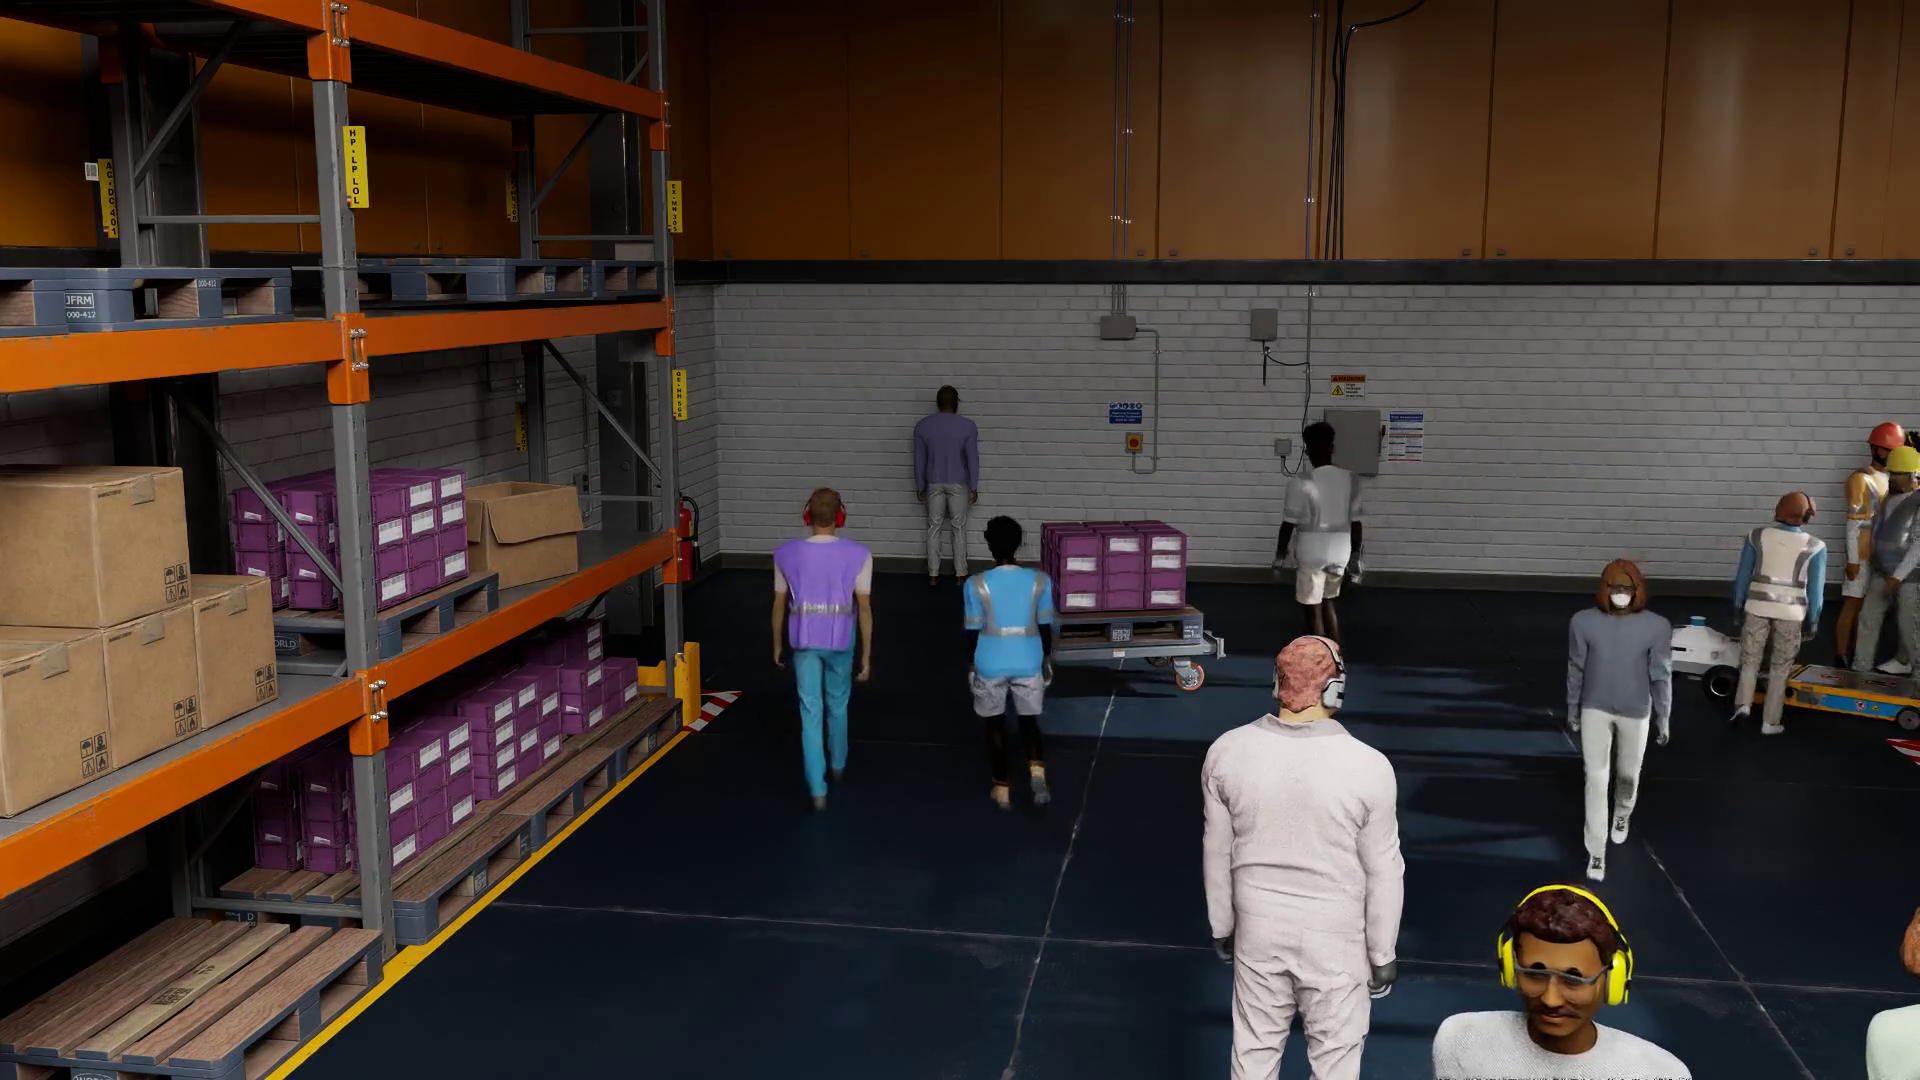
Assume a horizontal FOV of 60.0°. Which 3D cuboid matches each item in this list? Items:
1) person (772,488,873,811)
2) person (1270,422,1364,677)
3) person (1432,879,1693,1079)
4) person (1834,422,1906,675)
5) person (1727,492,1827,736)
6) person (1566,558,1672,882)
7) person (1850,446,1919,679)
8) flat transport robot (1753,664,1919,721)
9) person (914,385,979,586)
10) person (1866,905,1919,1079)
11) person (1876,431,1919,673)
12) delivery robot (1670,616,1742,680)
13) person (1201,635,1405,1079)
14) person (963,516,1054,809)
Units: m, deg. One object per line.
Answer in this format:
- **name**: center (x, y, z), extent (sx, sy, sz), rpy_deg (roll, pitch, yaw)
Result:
- **person**: center (-0.790, 0.600, 9.565), extent (0.585, 1.793, 0.992), rpy_deg (0, 9, -3)
- **person**: center (2.599, 0.114, 12.096), extent (0.609, 1.938, 0.481), rpy_deg (-4, 10, -22)
- **person**: center (1.167, 1.573, 3.323), extent (0.512, 1.872, 0.330), rpy_deg (4, 10, 22)
- **person**: center (6.722, 0.095, 12.239), extent (0.547, 1.934, 0.376), rpy_deg (-6, 11, -32)
- **person**: center (5.263, 0.491, 10.749), extent (0.544, 1.620, 0.443), rpy_deg (8, 12, 39)
- **person**: center (3.364, 0.865, 8.519), extent (0.505, 1.597, 0.830), rpy_deg (4, 10, 23)
- **person**: center (6.713, 0.225, 11.840), extent (0.605, 1.800, 0.614), rpy_deg (-1, 9, -5)
- **flat transport robot**: center (6.206, 1.064, 11.374), extent (1.431, 0.197, 0.652), rpy_deg (8, 12, 39)
- **person**: center (-0.127, -0.521, 16.030), extent (0.635, 1.935, 0.350), rpy_deg (2, 9, 11)
- **person**: center (2.325, 1.594, 3.920), extent (0.507, 1.631, 0.266), rpy_deg (-1, 9, -8)
- **person**: center (7.157, 0.102, 12.483), extent (0.497, 1.846, 0.581), rpy_deg (1, 9, 5)
- **delivery robot**: center (5.267, 0.789, 11.913), extent (0.707, 0.478, 0.477), rpy_deg (6, 11, 34)
- **person**: center (1.091, 1.240, 5.286), extent (0.639, 1.902, 0.407), rpy_deg (5, 11, 29)
- **person**: center (0.276, 0.704, 9.231), extent (0.533, 1.676, 0.525), rpy_deg (-2, 9, -11)
